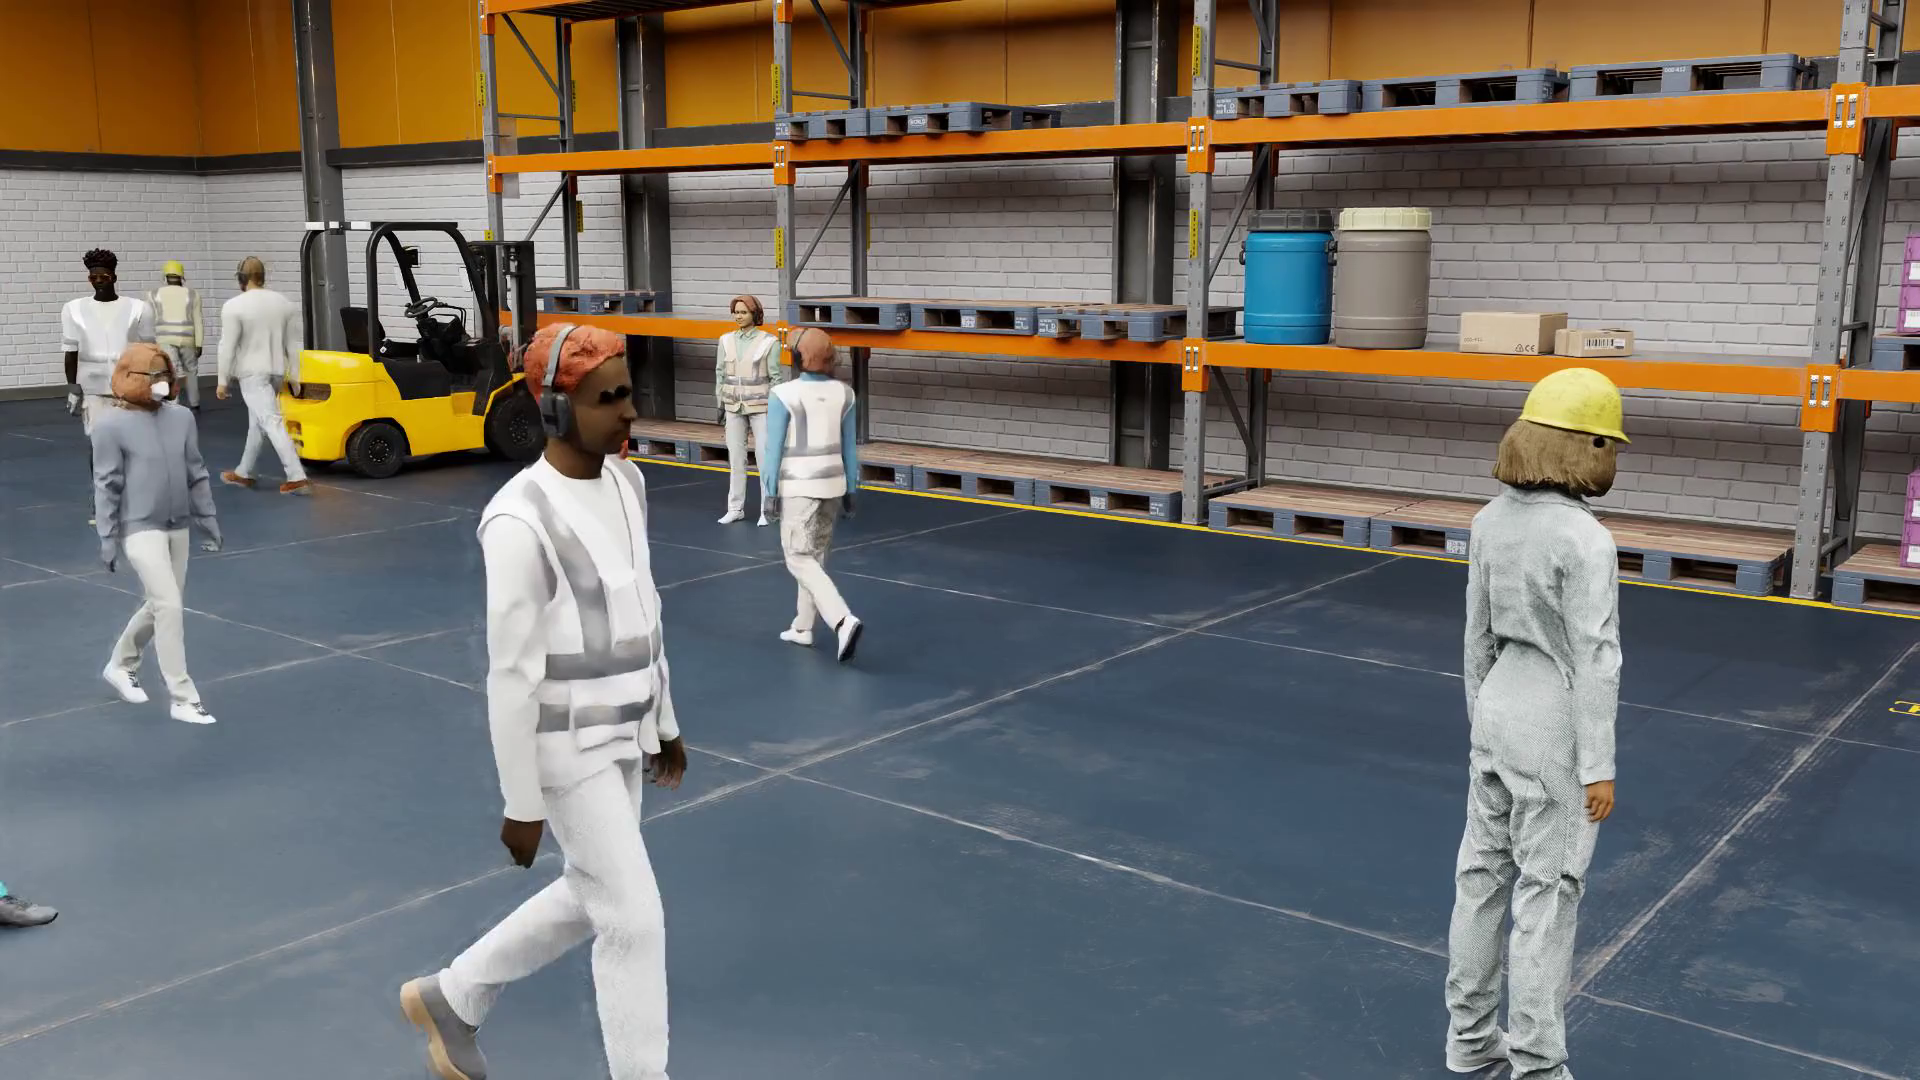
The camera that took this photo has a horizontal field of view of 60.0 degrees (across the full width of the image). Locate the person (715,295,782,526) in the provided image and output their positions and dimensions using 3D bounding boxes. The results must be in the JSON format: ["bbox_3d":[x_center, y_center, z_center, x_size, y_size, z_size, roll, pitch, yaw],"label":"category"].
[{"bbox_3d":[-1.501,-0.917,11.823,0.511,1.641,0.307,4,11,20],"label":"person"}]

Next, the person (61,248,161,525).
[{"bbox_3d":[-6.043,-1.088,11.865,0.613,1.964,0.361,-4,11,-22],"label":"person"}]

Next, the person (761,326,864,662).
[{"bbox_3d":[-0.687,-0.225,8.046,0.522,1.613,0.719,-9,14,-42],"label":"person"}]

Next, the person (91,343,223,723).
[{"bbox_3d":[-3.471,-0.036,7.092,0.754,1.618,0.506,4,11,20],"label":"person"}]

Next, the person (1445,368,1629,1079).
[{"bbox_3d":[1.366,0.470,3.874,0.306,1.736,0.484,-3,11,-17],"label":"person"}]

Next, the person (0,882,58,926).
[{"bbox_3d":[-3.170,0.331,4.674,0.902,1.725,0.541,-2,10,-8],"label":"person"}]

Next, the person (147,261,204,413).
[{"bbox_3d":[-9.008,-2.304,19.133,0.591,1.787,0.949,-4,11,-21],"label":"person"}]

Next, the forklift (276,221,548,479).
[{"bbox_3d":[-4.922,-1.741,14.854,1.214,2.155,2.313,8,13,38],"label":"forklift"}]

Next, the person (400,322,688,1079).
[{"bbox_3d":[-0.889,0.451,3.653,0.817,1.860,0.582,2,10,10],"label":"person"}]

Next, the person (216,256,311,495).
[{"bbox_3d":[-5.595,-1.301,13.265,1.029,1.888,0.642,5,11,25],"label":"person"}]
